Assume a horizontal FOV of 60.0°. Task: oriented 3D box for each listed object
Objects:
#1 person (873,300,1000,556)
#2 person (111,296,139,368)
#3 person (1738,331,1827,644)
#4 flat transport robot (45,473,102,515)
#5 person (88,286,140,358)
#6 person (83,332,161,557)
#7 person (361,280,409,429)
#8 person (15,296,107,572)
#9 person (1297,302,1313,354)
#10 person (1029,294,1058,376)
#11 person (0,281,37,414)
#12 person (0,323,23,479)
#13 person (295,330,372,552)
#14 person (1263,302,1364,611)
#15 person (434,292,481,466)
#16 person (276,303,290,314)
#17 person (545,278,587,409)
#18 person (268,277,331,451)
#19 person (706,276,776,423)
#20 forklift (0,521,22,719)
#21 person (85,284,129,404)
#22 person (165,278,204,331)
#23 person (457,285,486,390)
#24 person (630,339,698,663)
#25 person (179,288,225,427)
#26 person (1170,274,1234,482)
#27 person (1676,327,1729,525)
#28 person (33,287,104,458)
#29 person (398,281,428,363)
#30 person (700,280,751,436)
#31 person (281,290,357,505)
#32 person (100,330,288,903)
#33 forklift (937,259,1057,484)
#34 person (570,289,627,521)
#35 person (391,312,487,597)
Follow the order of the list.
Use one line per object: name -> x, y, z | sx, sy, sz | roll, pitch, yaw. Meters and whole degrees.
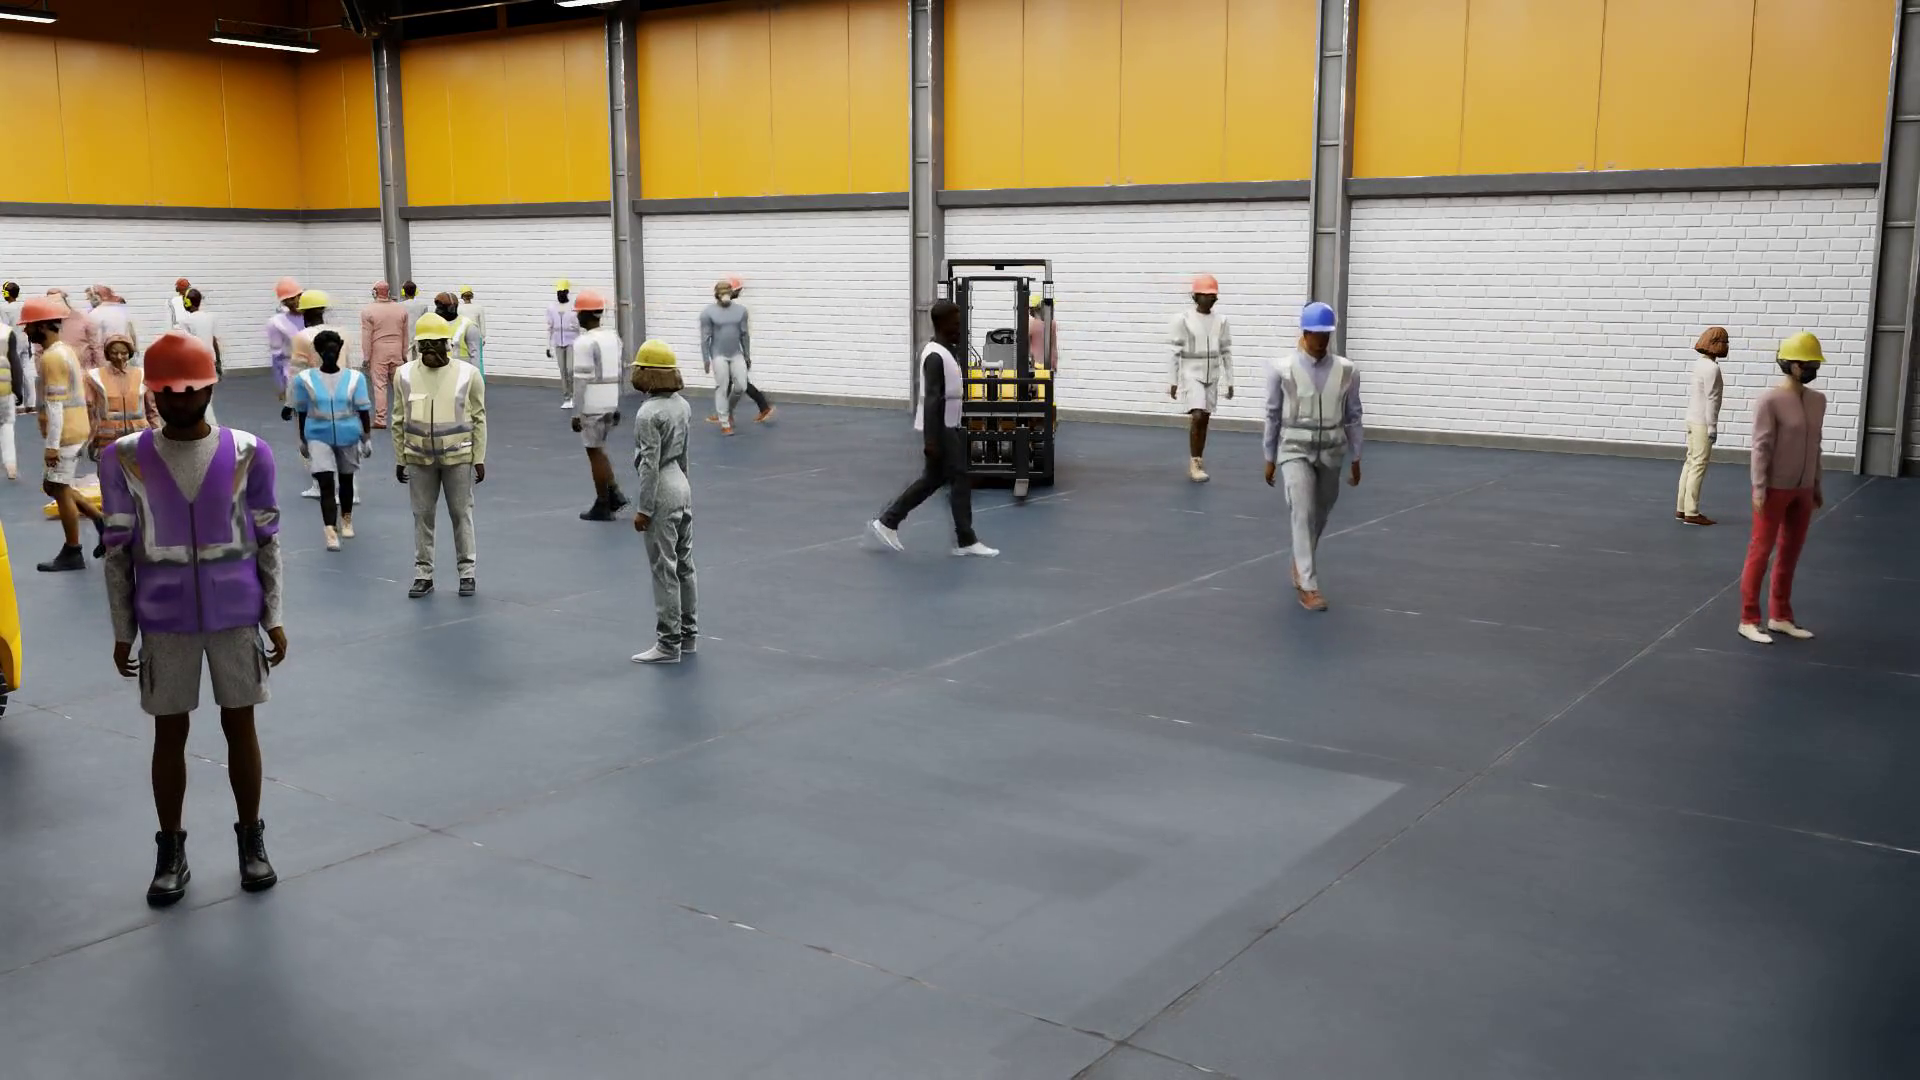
person -> -0.192, -0.818, 12.204 | 0.898, 1.891, 0.599 | 1, 10, 7
person -> -13.122, -3.008, 26.029 | 0.395, 1.617, 0.518 | 4, 11, 25
person -> 4.701, -0.294, 9.433 | 0.533, 1.767, 0.323 | -4, 10, -23
flat transport robot -> -7.521, -0.425, 14.658 | 0.652, 0.197, 1.431 | -2, 10, -15
person -> -12.542, -2.854, 24.632 | 0.639, 1.774, 0.984 | -9, 13, -43
person -> -6.156, -0.704, 12.248 | 0.513, 1.640, 0.311 | -7, 12, -35
person -> -7.429, -2.388, 21.472 | 0.411, 1.913, 0.643 | 9, 13, 42
person -> -6.239, -0.734, 11.609 | 0.526, 1.917, 0.551 | -5, 11, -26
person -> 4.059, -1.931, 19.411 | 0.321, 1.689, 0.530 | 2, 10, 13
person -> 0.954, -2.163, 20.597 | 0.552, 1.748, 0.467 | -7, 12, -35
person -> -13.306, -2.699, 23.447 | 0.328, 1.872, 0.509 | 2, 10, 14
person -> -9.428, -1.430, 16.058 | 0.653, 1.812, 0.675 | -6, 12, -34
person -> -4.762, -0.777, 12.668 | 0.534, 1.649, 0.897 | -5, 11, -25
person -> 2.235, -0.561, 10.597 | 0.616, 1.916, 0.939 | -1, 10, -5
person -> -5.316, -1.668, 17.400 | 0.623, 1.841, 0.430 | 3, 10, 18
person -> -12.508, -3.865, 31.124 | 0.530, 1.627, 0.322 | -2, 10, -13
person -> -5.761, -2.849, 24.195 | 0.612, 1.912, 0.500 | 2, 10, 14
person -> -6.599, -1.634, 16.710 | 0.620, 2.005, 0.643 | -6, 11, -31
person -> -2.921, -2.521, 22.121 | 0.936, 1.967, 0.607 | 1, 10, 4
forklift -> -5.296, -0.090, 6.943 | 1.214, 2.155, 2.313 | 7, 12, 35
person -> -10.237, -2.125, 20.002 | 0.439, 1.878, 0.752 | 1, 10, 4
person -> -12.294, -3.213, 26.463 | 0.578, 1.884, 0.353 | -2, 10, -13
person -> -8.143, -3.342, 27.610 | 0.525, 1.761, 0.337 | -3, 10, -20
person -> -1.618, -0.207, 8.982 | 0.295, 1.744, 0.484 | 3, 10, 16
person -> -9.216, -2.092, 19.972 | 0.867, 1.829, 0.558 | 4, 10, 21
person -> 2.409, -1.564, 16.210 | 0.636, 2.024, 0.686 | -4, 10, -20
person -> 6.129, -0.937, 13.691 | 0.287, 1.625, 0.497 | 2, 10, 10
person -> -9.684, -1.804, 18.102 | 0.659, 1.877, 0.516 | -2, 10, -11
person -> -8.192, -2.940, 24.897 | 0.535, 1.864, 0.309 | -5, 11, -28
person -> -2.908, -2.260, 20.665 | 0.658, 1.923, 0.492 | -5, 11, -30
person -> -5.728, -1.258, 14.772 | 0.835, 1.892, 0.610 | 3, 10, 19
person -> -2.571, 0.261, 5.621 | 0.552, 1.932, 0.377 | -4, 10, -24
forklift -> 0.370, -1.738, 16.759 | 1.214, 2.155, 2.313 | 1, 10, 3
person -> -3.037, -1.108, 13.792 | 0.400, 1.926, 0.567 | 4, 10, 21
person -> -3.354, -0.543, 10.713 | 0.596, 1.832, 0.404 | -1, 10, -6
